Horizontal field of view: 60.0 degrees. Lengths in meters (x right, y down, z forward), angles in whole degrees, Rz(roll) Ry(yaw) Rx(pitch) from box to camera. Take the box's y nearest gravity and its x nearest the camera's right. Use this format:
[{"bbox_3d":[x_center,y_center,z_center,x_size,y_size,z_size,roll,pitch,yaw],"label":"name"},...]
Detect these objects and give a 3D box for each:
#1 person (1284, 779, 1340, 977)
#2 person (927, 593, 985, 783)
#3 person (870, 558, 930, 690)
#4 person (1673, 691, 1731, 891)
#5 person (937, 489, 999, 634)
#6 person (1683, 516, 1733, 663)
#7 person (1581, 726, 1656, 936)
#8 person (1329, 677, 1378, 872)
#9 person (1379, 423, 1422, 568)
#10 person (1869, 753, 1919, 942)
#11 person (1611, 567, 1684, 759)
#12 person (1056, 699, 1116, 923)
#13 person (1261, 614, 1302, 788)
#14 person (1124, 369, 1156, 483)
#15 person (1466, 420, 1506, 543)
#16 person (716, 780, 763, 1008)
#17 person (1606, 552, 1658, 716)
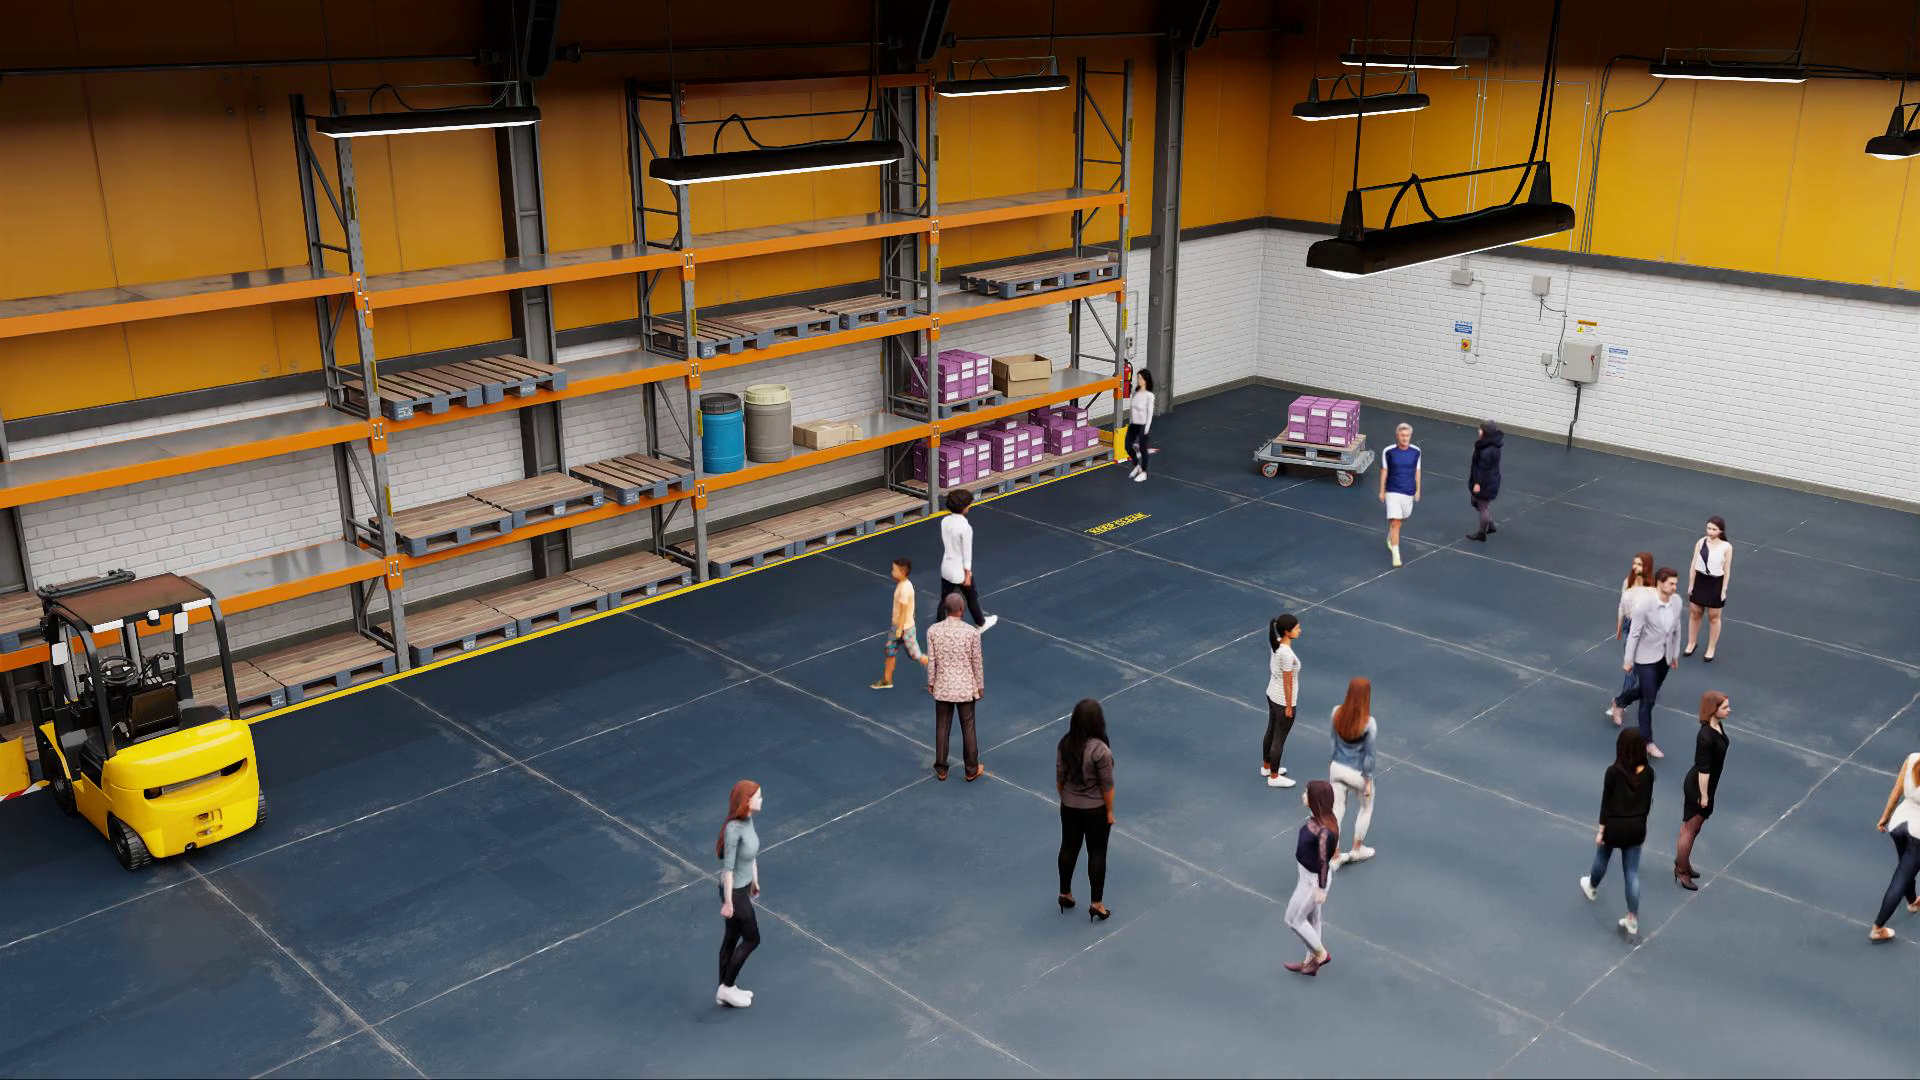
[{"bbox_3d":[2.663,2.510,12.232,0.773,1.600,0.692,3,19,9],"label":"person"},{"bbox_3d":[-0.041,1.356,15.329,0.779,1.810,0.792,4,19,11],"label":"person"},{"bbox_3d":[-0.505,0.895,17.279,1.059,1.438,0.844,-5,19,-15],"label":"person"},{"bbox_3d":[6.029,2.013,13.541,0.695,1.706,0.524,10,21,28],"label":"person"},{"bbox_3d":[-0.097,0.338,18.422,1.068,1.766,0.659,-17,25,-41],"label":"person"},{"bbox_3d":[8.138,0.524,18.063,0.555,1.643,0.535,16,24,39],"label":"person"},{"bbox_3d":[5.183,2.275,12.920,1.063,1.606,1.118,0,19,0],"label":"person"},{"bbox_3d":[3.170,1.962,13.722,0.622,1.688,0.683,17,25,42],"label":"person"},{"bbox_3d":[5.595,-0.621,21.219,1.154,1.798,1.198,0,19,-1],"label":"person"},{"bbox_3d":[7.244,2.269,12.729,1.162,1.739,0.862,-9,21,-25],"label":"person"},{"bbox_3d":[6.635,1.108,16.055,1.216,1.817,1.118,-5,19,-15],"label":"person"},{"bbox_3d":[0.979,2.113,13.033,0.692,1.840,0.647,13,22,33],"label":"person"},{"bbox_3d":[2.953,1.453,15.299,0.698,1.645,0.652,-1,19,-4],"label":"person"},{"bbox_3d":[2.737,-1.706,24.607,0.590,1.692,0.637,-15,24,-37],"label":"person"},{"bbox_3d":[6.982,-0.769,21.862,0.829,1.668,0.718,9,20,24],"label":"person"},{"bbox_3d":[-1.642,2.552,11.920,0.780,1.720,0.716,4,19,11],"label":"person"},{"bbox_3d":[6.902,0.920,16.808,1.190,1.692,0.765,-11,22,-29],"label":"person"}]
